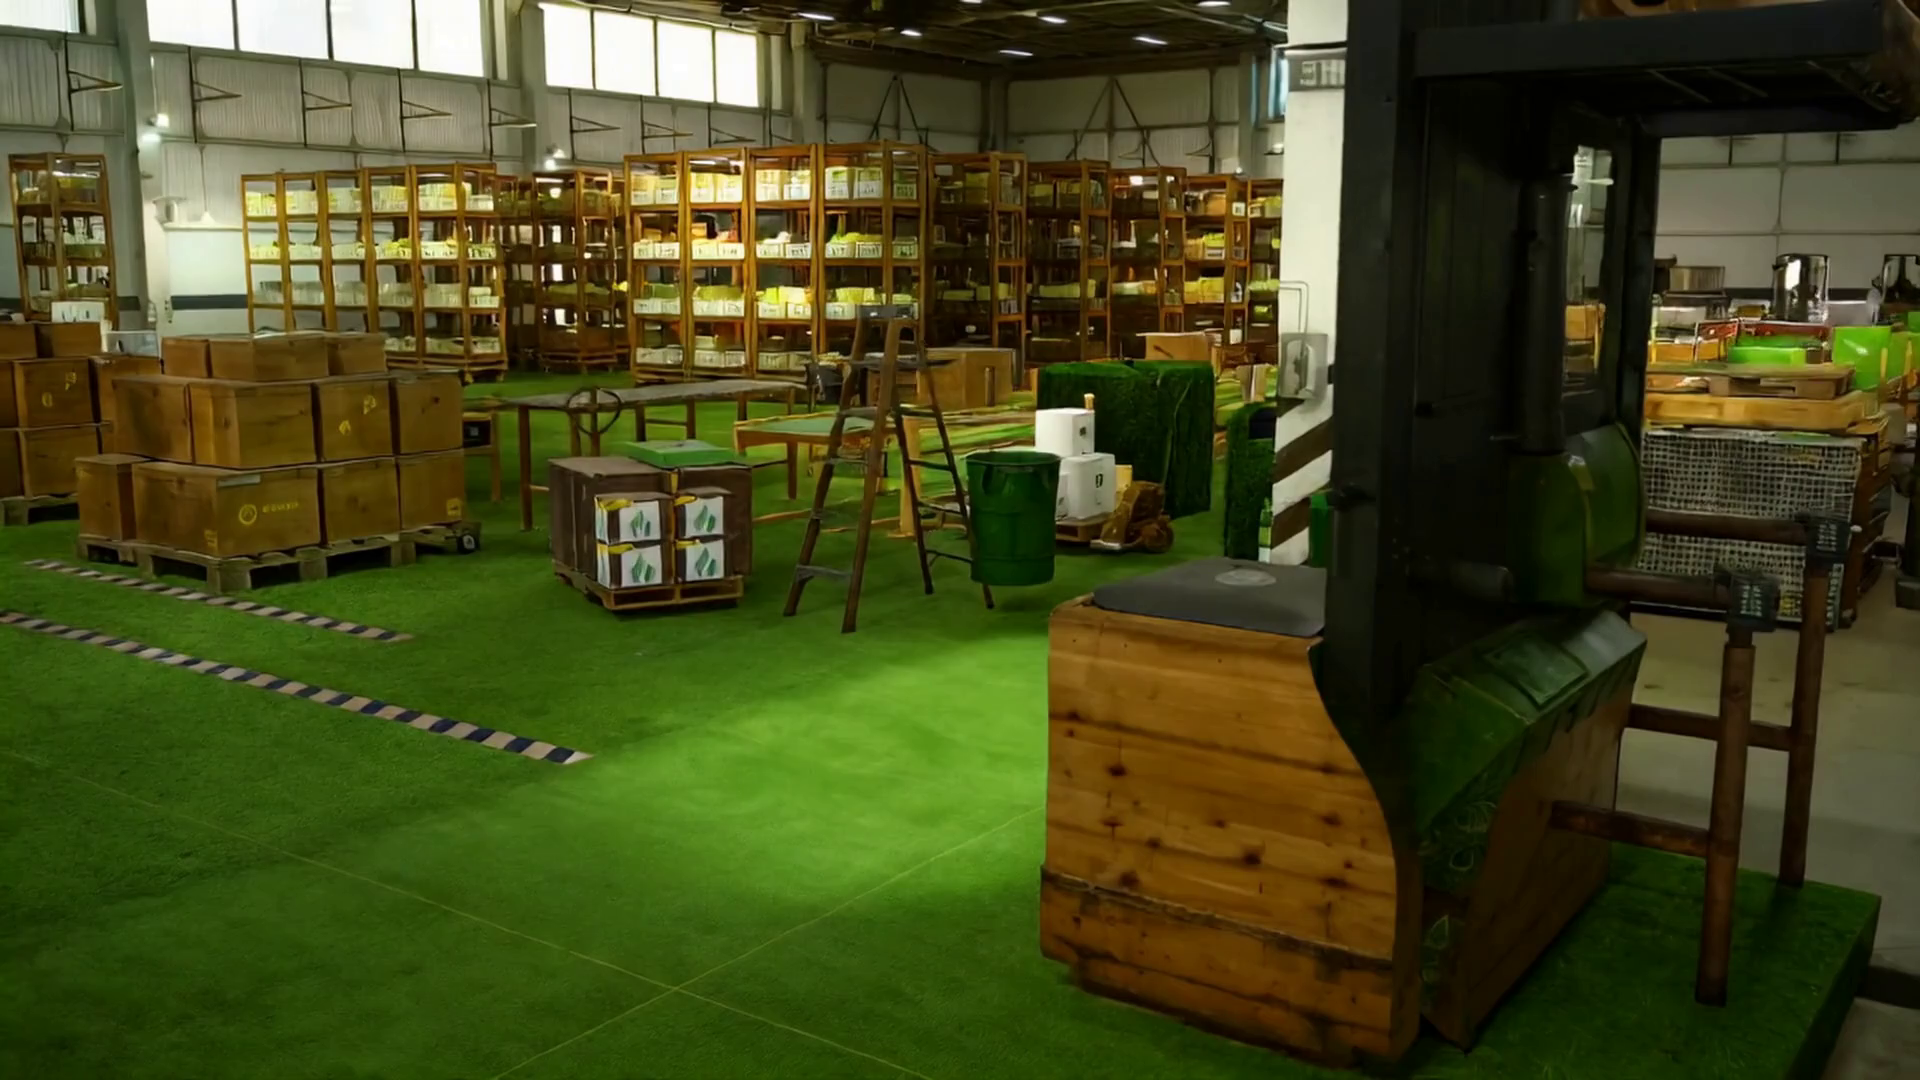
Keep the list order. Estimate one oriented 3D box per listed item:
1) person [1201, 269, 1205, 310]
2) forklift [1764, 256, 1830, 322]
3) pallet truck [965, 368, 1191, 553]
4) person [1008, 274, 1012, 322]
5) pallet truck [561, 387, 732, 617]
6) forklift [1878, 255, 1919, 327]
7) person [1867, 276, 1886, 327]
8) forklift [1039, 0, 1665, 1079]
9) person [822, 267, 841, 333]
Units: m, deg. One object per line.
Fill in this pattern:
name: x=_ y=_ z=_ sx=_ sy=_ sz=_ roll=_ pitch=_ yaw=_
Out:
person: x=6.279 y=-6.298 z=44.233 sx=0.877 sy=1.819 sz=0.583 roll=-8 pitch=13 yaw=-41
forklift: x=20.253 y=-5.854 z=40.139 sx=1.157 sy=1.987 sz=2.680 roll=7 pitch=12 yaw=35
pallet truck: x=0.845 y=-0.609 z=11.869 sx=1.630 sy=1.274 sz=0.653 roll=7 pitch=12 yaw=35
person: x=0.984 y=-4.714 z=34.861 sx=0.749 sy=1.784 sz=0.669 roll=2 pitch=10 yaw=10
pallet truck: x=-1.981 y=-0.274 z=10.088 sx=0.680 sy=1.201 sz=1.601 roll=-5 pitch=11 yaw=-28
forklift: x=22.089 y=-5.634 z=38.796 sx=1.157 sy=1.987 sz=2.680 roll=6 pitch=11 yaw=33
person: x=18.097 y=-4.389 z=33.091 sx=0.871 sy=1.729 sz=0.525 roll=1 pitch=10 yaw=6
forklift: x=1.249 y=-0.137 z=4.360 sx=1.873 sy=2.768 sz=1.129 roll=7 pitch=12 yaw=35
person: x=-2.548 y=-4.440 z=32.653 sx=0.647 sy=1.979 sz=0.437 roll=3 pitch=10 yaw=19
